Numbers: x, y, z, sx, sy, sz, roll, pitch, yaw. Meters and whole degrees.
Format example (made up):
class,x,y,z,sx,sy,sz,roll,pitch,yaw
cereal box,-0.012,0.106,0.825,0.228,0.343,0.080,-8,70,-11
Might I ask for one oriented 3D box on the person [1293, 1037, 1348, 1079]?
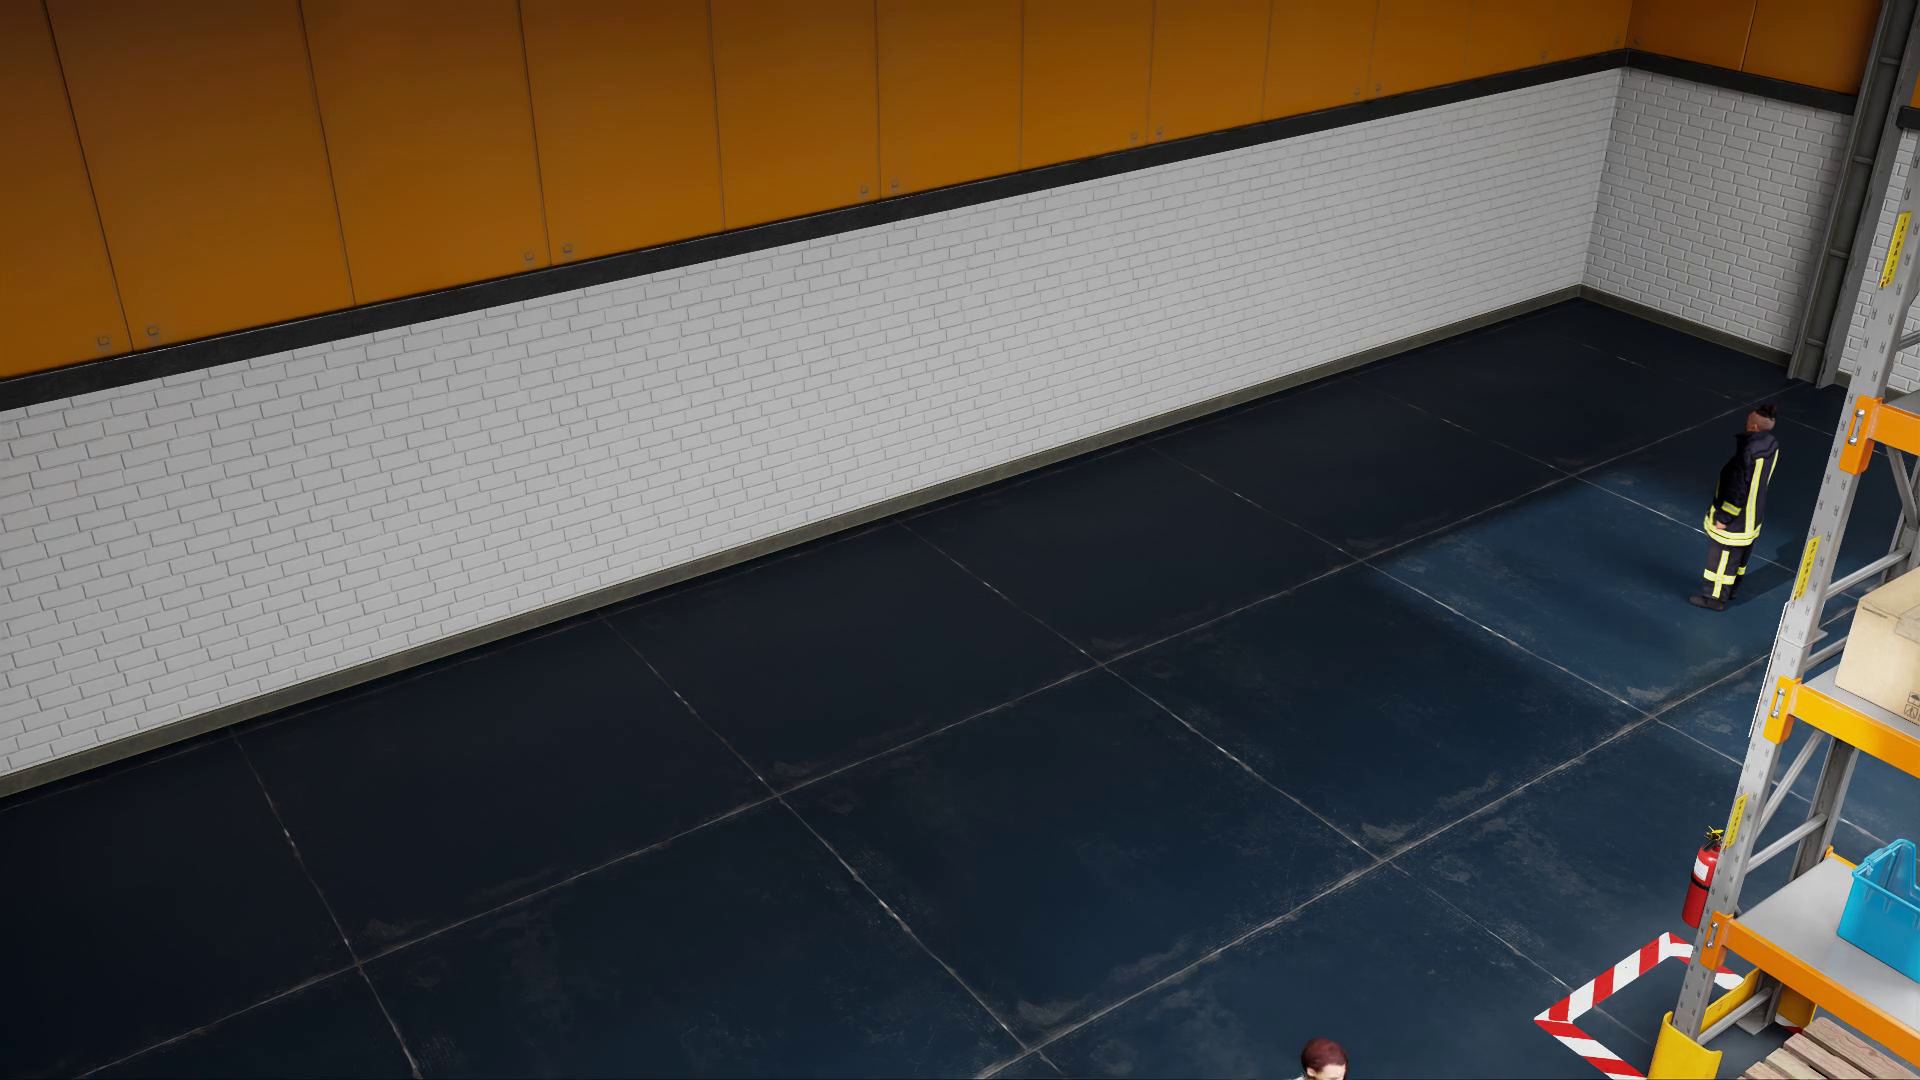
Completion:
class,x,y,z,sx,sy,sz,roll,pitch,yaw
person,1.501,2.986,7.944,0.586,1.780,0.638,-18,33,-29

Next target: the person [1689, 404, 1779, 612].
class,x,y,z,sx,sy,sz,roll,pitch,yaw
person,6.498,-0.291,13.867,0.796,1.861,0.735,-25,37,-37
